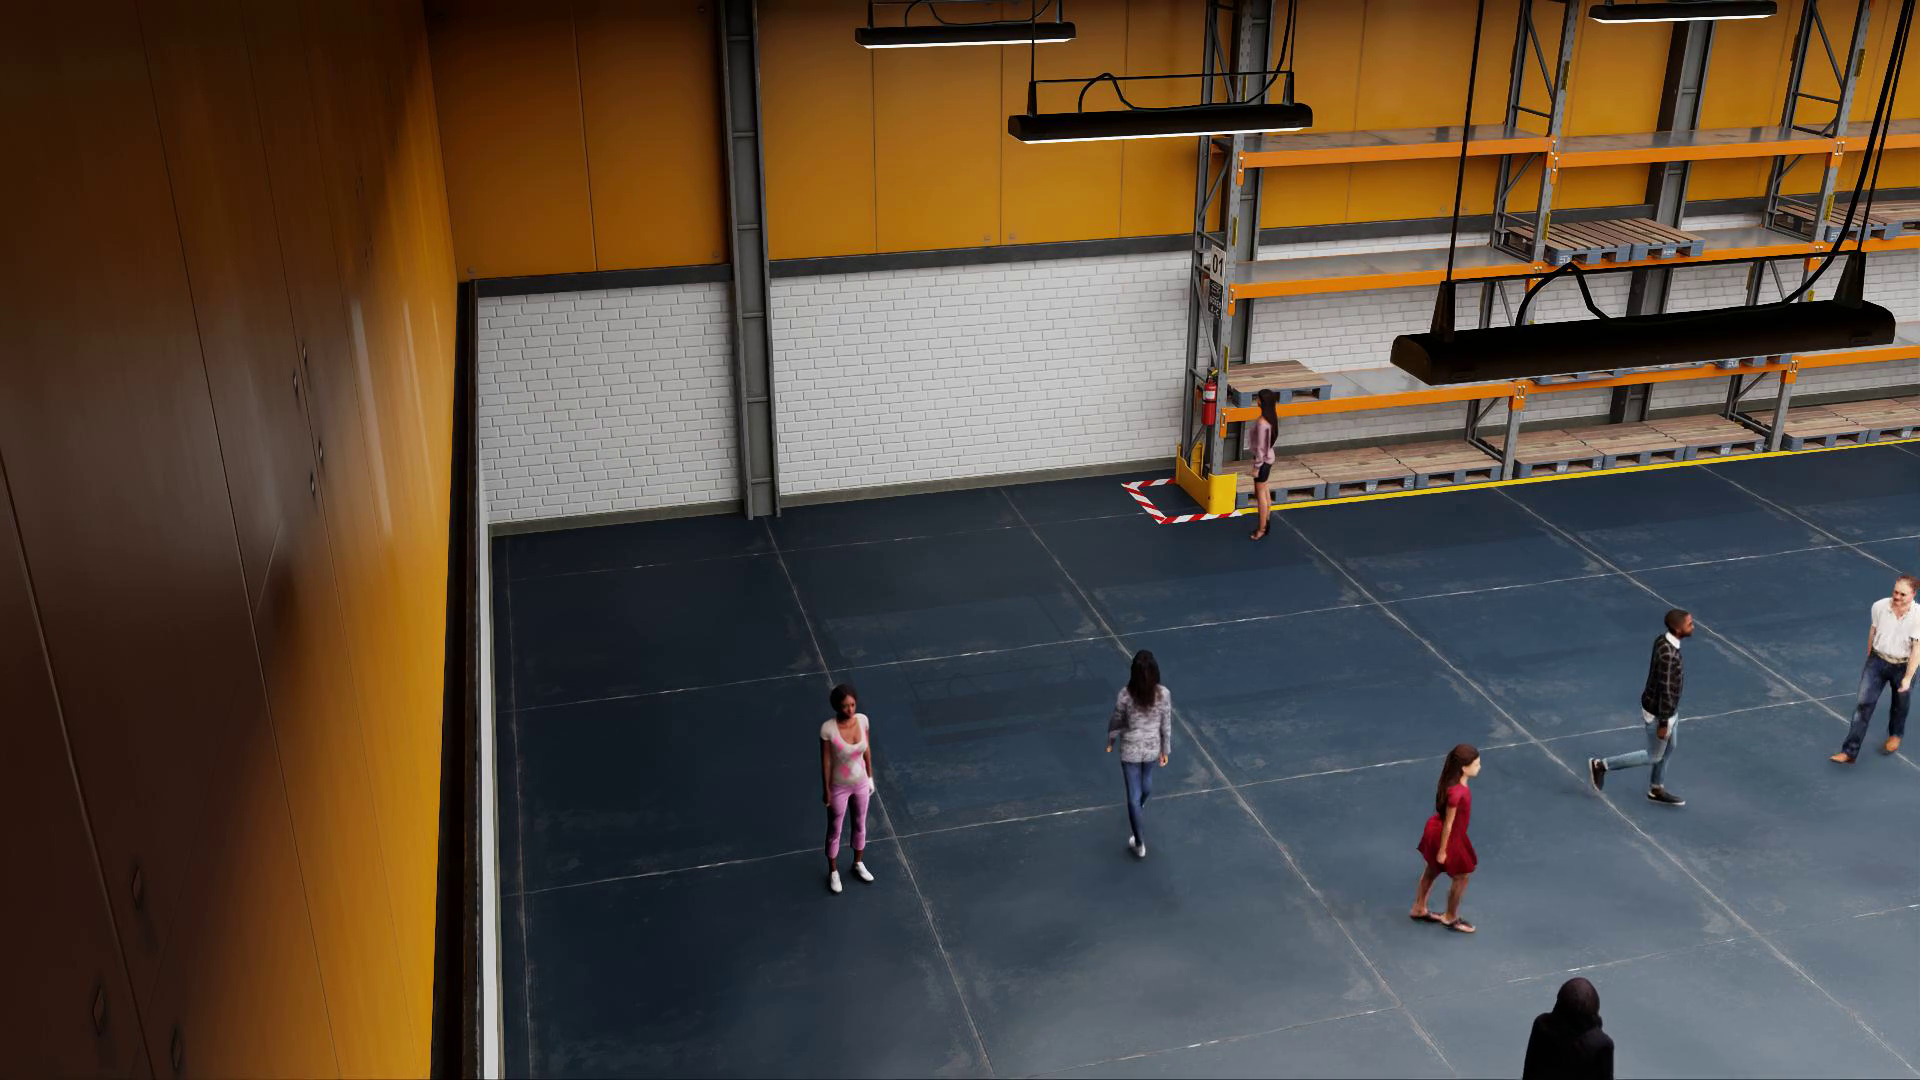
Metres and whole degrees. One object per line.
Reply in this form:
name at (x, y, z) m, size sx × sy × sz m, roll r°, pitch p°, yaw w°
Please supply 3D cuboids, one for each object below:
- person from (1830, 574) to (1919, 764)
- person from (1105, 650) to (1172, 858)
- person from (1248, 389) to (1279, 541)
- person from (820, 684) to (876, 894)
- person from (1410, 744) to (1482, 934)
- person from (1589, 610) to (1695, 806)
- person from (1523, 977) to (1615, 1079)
person at (8.230, 1.112, 14.583) m, size 1.345 × 1.787 × 0.985 m, roll -16°, pitch 28°, yaw -33°
person at (1.451, 1.732, 13.278) m, size 1.033 × 1.696 × 0.786 m, roll -3°, pitch 24°, yaw -8°
person at (3.481, -0.864, 19.074) m, size 0.739 × 1.810 × 0.704 m, roll 10°, pitch 26°, yaw 22°
person at (-0.870, 1.893, 12.851) m, size 0.534 × 1.742 × 0.698 m, roll -13°, pitch 27°, yaw -27°
person at (3.551, 2.205, 12.397) m, size 0.823 × 1.534 × 0.737 m, roll 6°, pitch 24°, yaw 13°
person at (5.760, 1.408, 13.887) m, size 1.152 × 1.802 × 1.041 m, roll 9°, pitch 25°, yaw 20°
person at (3.559, 3.292, 9.809) m, size 0.763 × 1.616 × 0.830 m, roll 12°, pitch 26°, yaw 25°
